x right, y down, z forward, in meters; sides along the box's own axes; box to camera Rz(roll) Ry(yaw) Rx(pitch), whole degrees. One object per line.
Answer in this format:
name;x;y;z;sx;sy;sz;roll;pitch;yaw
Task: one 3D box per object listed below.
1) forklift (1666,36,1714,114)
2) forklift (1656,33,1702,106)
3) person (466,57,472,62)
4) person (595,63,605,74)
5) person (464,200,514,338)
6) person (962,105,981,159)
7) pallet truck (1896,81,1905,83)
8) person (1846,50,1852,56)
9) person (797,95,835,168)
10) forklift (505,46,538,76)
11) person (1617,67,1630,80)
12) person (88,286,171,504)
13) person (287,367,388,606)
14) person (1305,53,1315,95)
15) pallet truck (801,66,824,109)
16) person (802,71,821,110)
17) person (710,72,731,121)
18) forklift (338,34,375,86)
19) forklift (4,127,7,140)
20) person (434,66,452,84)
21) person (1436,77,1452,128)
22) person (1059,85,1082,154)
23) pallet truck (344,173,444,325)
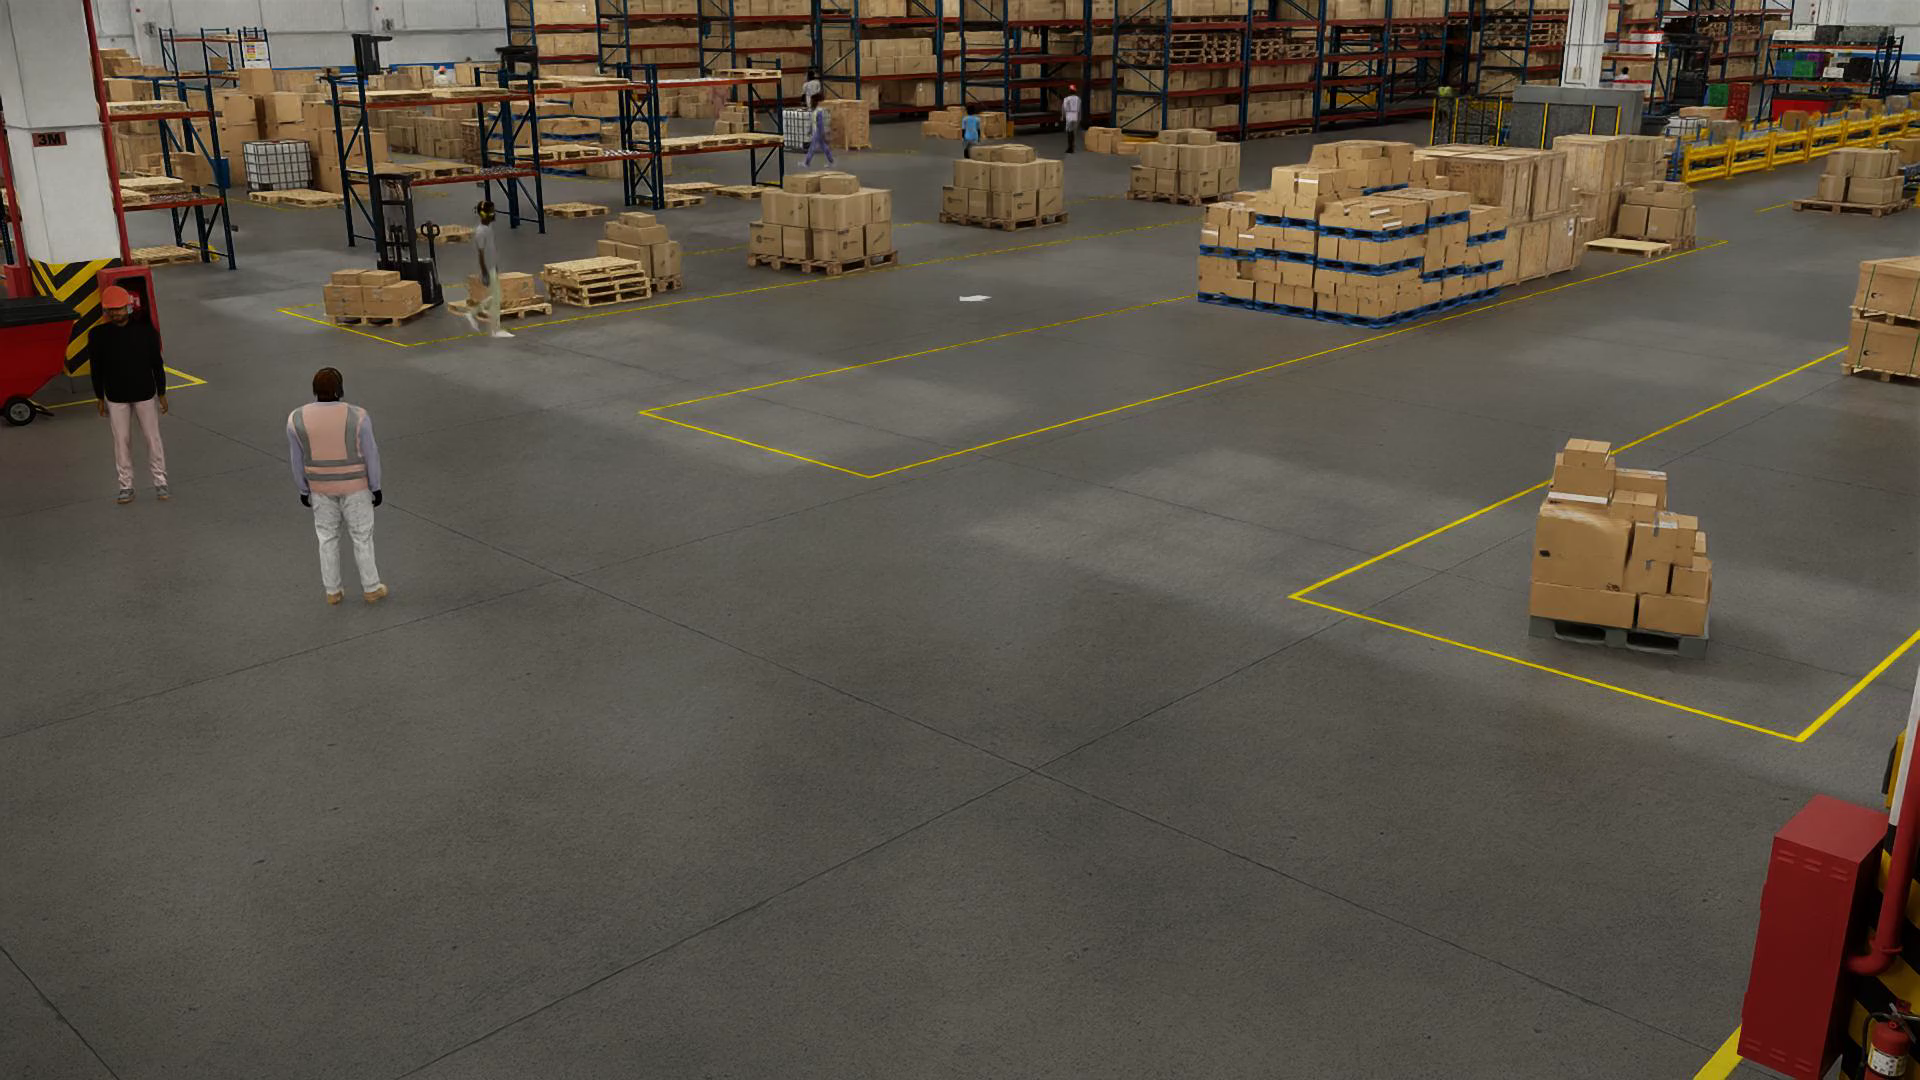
forklift;27.341;-17.291;61.877;1.129;2.768;1.873;17;25;41
forklift;28.881;-18.773;66.342;1.129;2.768;1.873;17;25;41
person;-19.606;-18.430;66.856;0.985;1.893;0.656;11;21;29
person;-14.778;-18.873;68.588;0.515;1.636;0.314;-5;19;-15
person;-6.371;-3.630;22.329;0.581;1.850;0.533;-1;18;-2
person;0.320;-10.384;42.961;0.540;1.678;0.702;-7;20;-21
pallet truck;34.802;-16.331;61.455;0.653;1.274;1.630;17;25;41
person;42.728;-22.703;80.028;0.488;1.707;0.864;-5;19;-14
person;-3.770;-10.748;43.758;1.024;1.868;0.590;-4;19;-12
forklift;-13.633;-14.047;52.103;1.129;2.768;1.873;0;18;0
person;25.198;-17.091;63.170;0.732;1.669;0.552;-17;25;-42
person;-7.556;-1.326;15.157;0.611;1.996;0.378;-7;19;-19
person;-4.700;-0.402;12.616;0.634;1.842;0.429;-2;18;-6
person;15.456;-20.606;73.416;0.418;1.906;0.688;-15;23;-38
pallet truck;-4.812;-15.182;56.903;0.823;1.965;1.885;-9;21;-26
person;-4.911;-14.531;55.075;0.619;1.920;0.994;-8;20;-23
person;-8.252;-15.193;57.178;0.978;1.877;0.643;16;24;40
forklift;-23.295;-18.352;65.074;1.129;2.768;1.873;17;25;41
forklift;-29.475;-13.794;51.341;1.129;2.768;1.873;17;25;41
person;-17.888;-15.391;57.575;0.614;1.964;0.750;-9;20;-25
person;16.244;-14.691;55.912;0.392;1.680;0.534;-17;25;-41
person;3.152;-12.019;47.530;0.675;1.895;0.565;-8;20;-22
pallet truck;-8.209;-4.181;23.757;0.823;1.965;1.885;3;19;9
